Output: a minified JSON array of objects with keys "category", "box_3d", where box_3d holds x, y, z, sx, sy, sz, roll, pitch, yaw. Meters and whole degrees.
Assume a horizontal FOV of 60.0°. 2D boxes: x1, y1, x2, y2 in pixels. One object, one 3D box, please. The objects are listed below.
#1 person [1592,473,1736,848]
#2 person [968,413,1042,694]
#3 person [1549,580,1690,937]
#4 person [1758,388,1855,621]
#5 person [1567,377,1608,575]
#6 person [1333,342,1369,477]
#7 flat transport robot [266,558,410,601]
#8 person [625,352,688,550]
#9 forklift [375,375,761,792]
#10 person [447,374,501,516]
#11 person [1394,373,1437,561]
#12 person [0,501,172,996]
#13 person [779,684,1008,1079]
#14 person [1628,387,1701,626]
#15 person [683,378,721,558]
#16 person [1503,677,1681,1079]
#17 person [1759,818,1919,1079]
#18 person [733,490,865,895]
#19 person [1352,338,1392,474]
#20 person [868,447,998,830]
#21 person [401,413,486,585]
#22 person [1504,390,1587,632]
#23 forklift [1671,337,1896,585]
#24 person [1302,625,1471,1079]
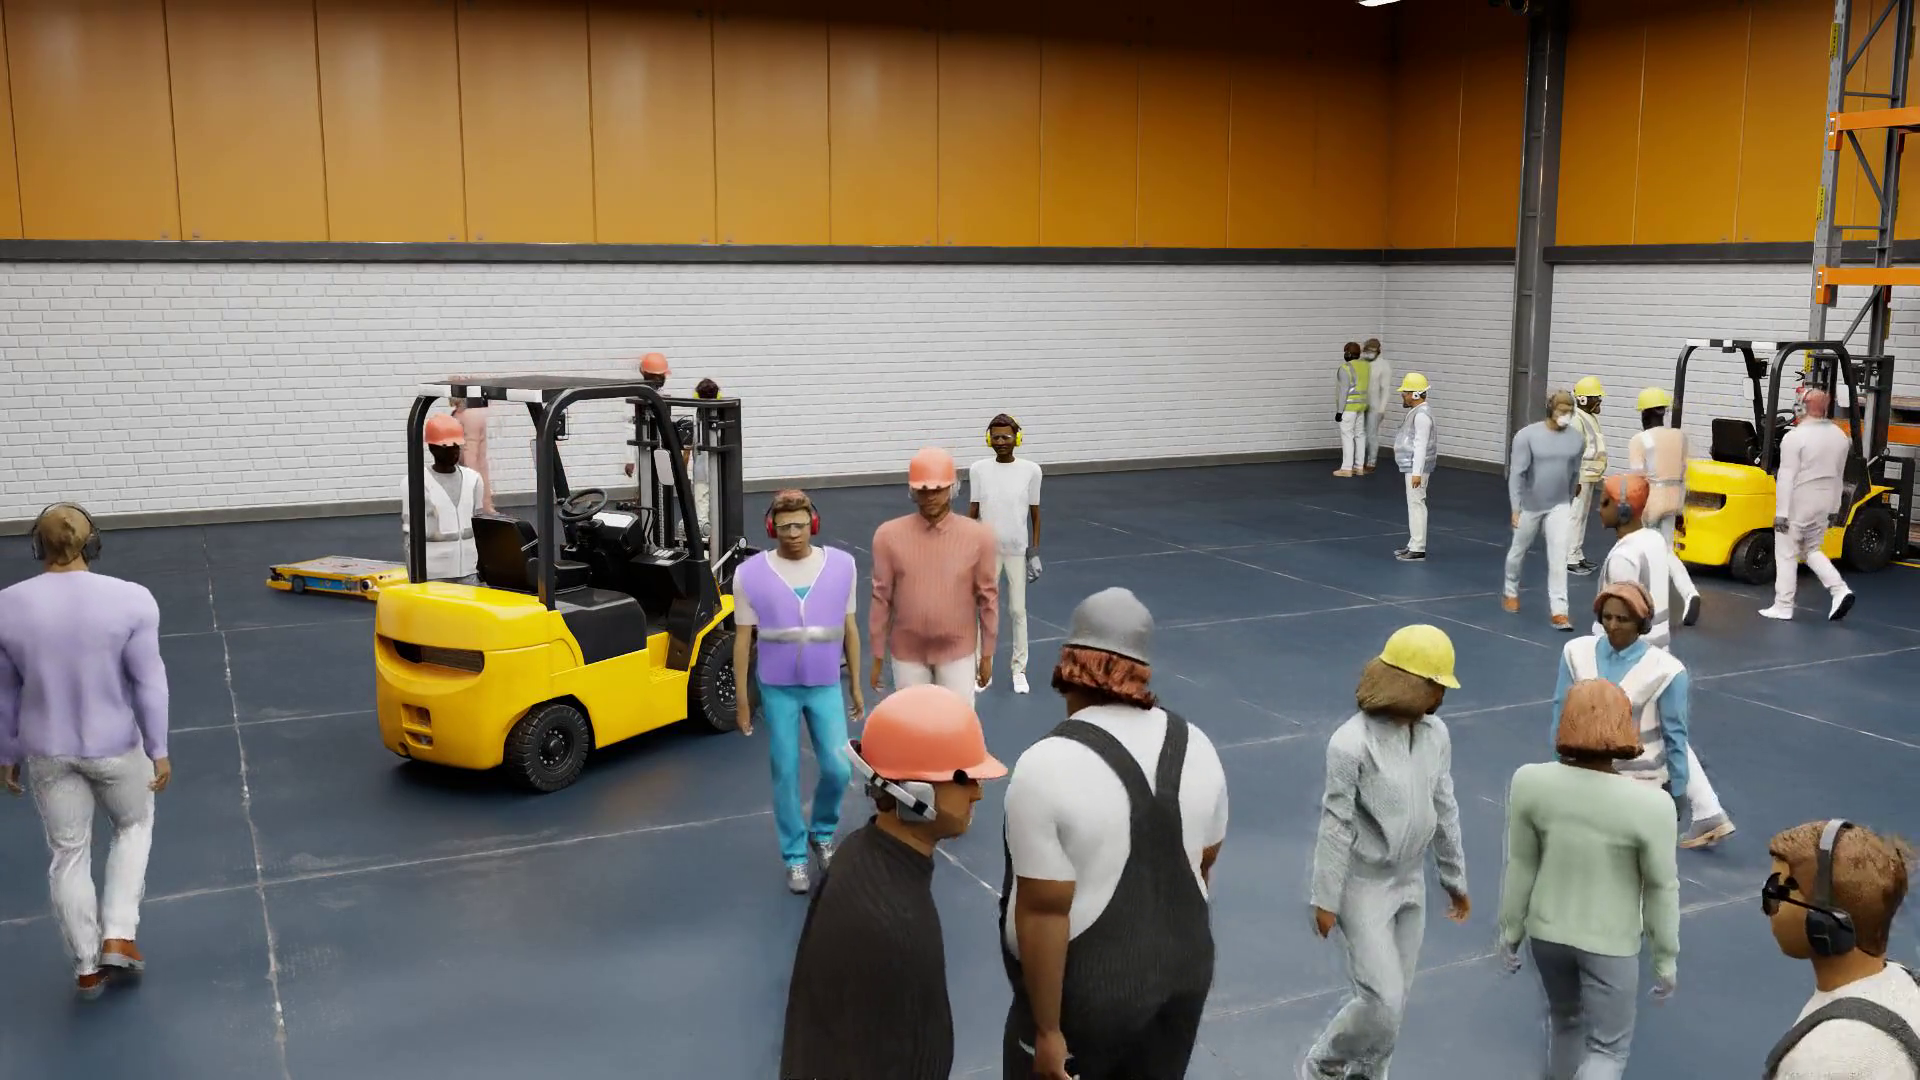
[{"category":"person","box_3d":[3.318,0.584,8.104,0.970,1.845,0.580,9,13,44]},{"category":"person","box_3d":[0.290,0.091,11.051,0.514,1.872,0.328,1,9,6]},{"category":"person","box_3d":[2.638,0.931,6.591,0.637,1.615,0.540,-8,12,-41]},{"category":"person","box_3d":[6.742,-0.260,13.188,0.645,1.889,0.634,-4,10,-22]},{"category":"person","box_3d":[5.790,-0.599,15.444,0.404,1.832,0.600,6,11,31]},{"category":"person","box_3d":[5.353,-1.788,22.792,0.633,1.842,0.429,-8,12,-40]},{"category":"flat transport robot","box_3d":[-5.312,0.324,14.552,1.431,0.197,0.652,5,10,26]},{"category":"person","box_3d":[-2.966,-0.848,16.443,0.843,1.999,0.770,3,9,15]},{"category":"forklift","box_3d":[-2.268,0.149,9.685,1.214,2.155,2.313,6,11,32]},{"category":"person","box_3d":[-4.522,-0.625,15.526,0.964,1.863,0.655,-4,10,-22]},{"category":"person","box_3d":[4.415,-0.709,16.164,0.403,1.826,0.596,2,9,10]},{"category":"person","box_3d":[-3.391,0.807,6.437,0.657,1.924,0.439,-3,9,-15]},{"category":"person","box_3d":[-0.196,1.264,3.523,0.602,1.955,0.620,0,9,2]},{"category":"person","box_3d":[5.545,-0.255,13.137,0.593,1.899,0.742,-3,10,-20]},{"category":"person","box_3d":[-2.218,-0.501,14.770,0.533,1.859,0.339,-3,10,-19]},{"category":"person","box_3d":[1.845,1.209,4.947,0.518,1.605,0.736,8,12,41]},{"category":"person","box_3d":[1.699,1.412,3.076,0.511,1.812,0.870,-9,13,-43]},{"category":"person","box_3d":[-0.727,0.679,7.512,0.609,1.830,0.450,-2,9,-15]},{"category":"person","box_3d":[5.654,-1.832,22.905,0.523,1.893,0.664,-8,12,-42]},{"category":"person","box_3d":[-0.132,0.530,8.008,0.626,1.980,0.456,1,9,3]},{"category":"person","box_3d":[-3.143,0.185,10.260,0.372,1.934,0.551,8,12,41]},{"category":"person","box_3d":[4.651,-0.266,13.285,0.653,1.884,1.087,0,9,-2]},{"category":"forklift","box_3d":[7.551,-0.789,15.507,2.313,2.155,1.214,-4,10,-25]},{"category":"person","box_3d":[1.352,1.100,5.273,0.514,1.710,0.393,-7,11,-35]}]
